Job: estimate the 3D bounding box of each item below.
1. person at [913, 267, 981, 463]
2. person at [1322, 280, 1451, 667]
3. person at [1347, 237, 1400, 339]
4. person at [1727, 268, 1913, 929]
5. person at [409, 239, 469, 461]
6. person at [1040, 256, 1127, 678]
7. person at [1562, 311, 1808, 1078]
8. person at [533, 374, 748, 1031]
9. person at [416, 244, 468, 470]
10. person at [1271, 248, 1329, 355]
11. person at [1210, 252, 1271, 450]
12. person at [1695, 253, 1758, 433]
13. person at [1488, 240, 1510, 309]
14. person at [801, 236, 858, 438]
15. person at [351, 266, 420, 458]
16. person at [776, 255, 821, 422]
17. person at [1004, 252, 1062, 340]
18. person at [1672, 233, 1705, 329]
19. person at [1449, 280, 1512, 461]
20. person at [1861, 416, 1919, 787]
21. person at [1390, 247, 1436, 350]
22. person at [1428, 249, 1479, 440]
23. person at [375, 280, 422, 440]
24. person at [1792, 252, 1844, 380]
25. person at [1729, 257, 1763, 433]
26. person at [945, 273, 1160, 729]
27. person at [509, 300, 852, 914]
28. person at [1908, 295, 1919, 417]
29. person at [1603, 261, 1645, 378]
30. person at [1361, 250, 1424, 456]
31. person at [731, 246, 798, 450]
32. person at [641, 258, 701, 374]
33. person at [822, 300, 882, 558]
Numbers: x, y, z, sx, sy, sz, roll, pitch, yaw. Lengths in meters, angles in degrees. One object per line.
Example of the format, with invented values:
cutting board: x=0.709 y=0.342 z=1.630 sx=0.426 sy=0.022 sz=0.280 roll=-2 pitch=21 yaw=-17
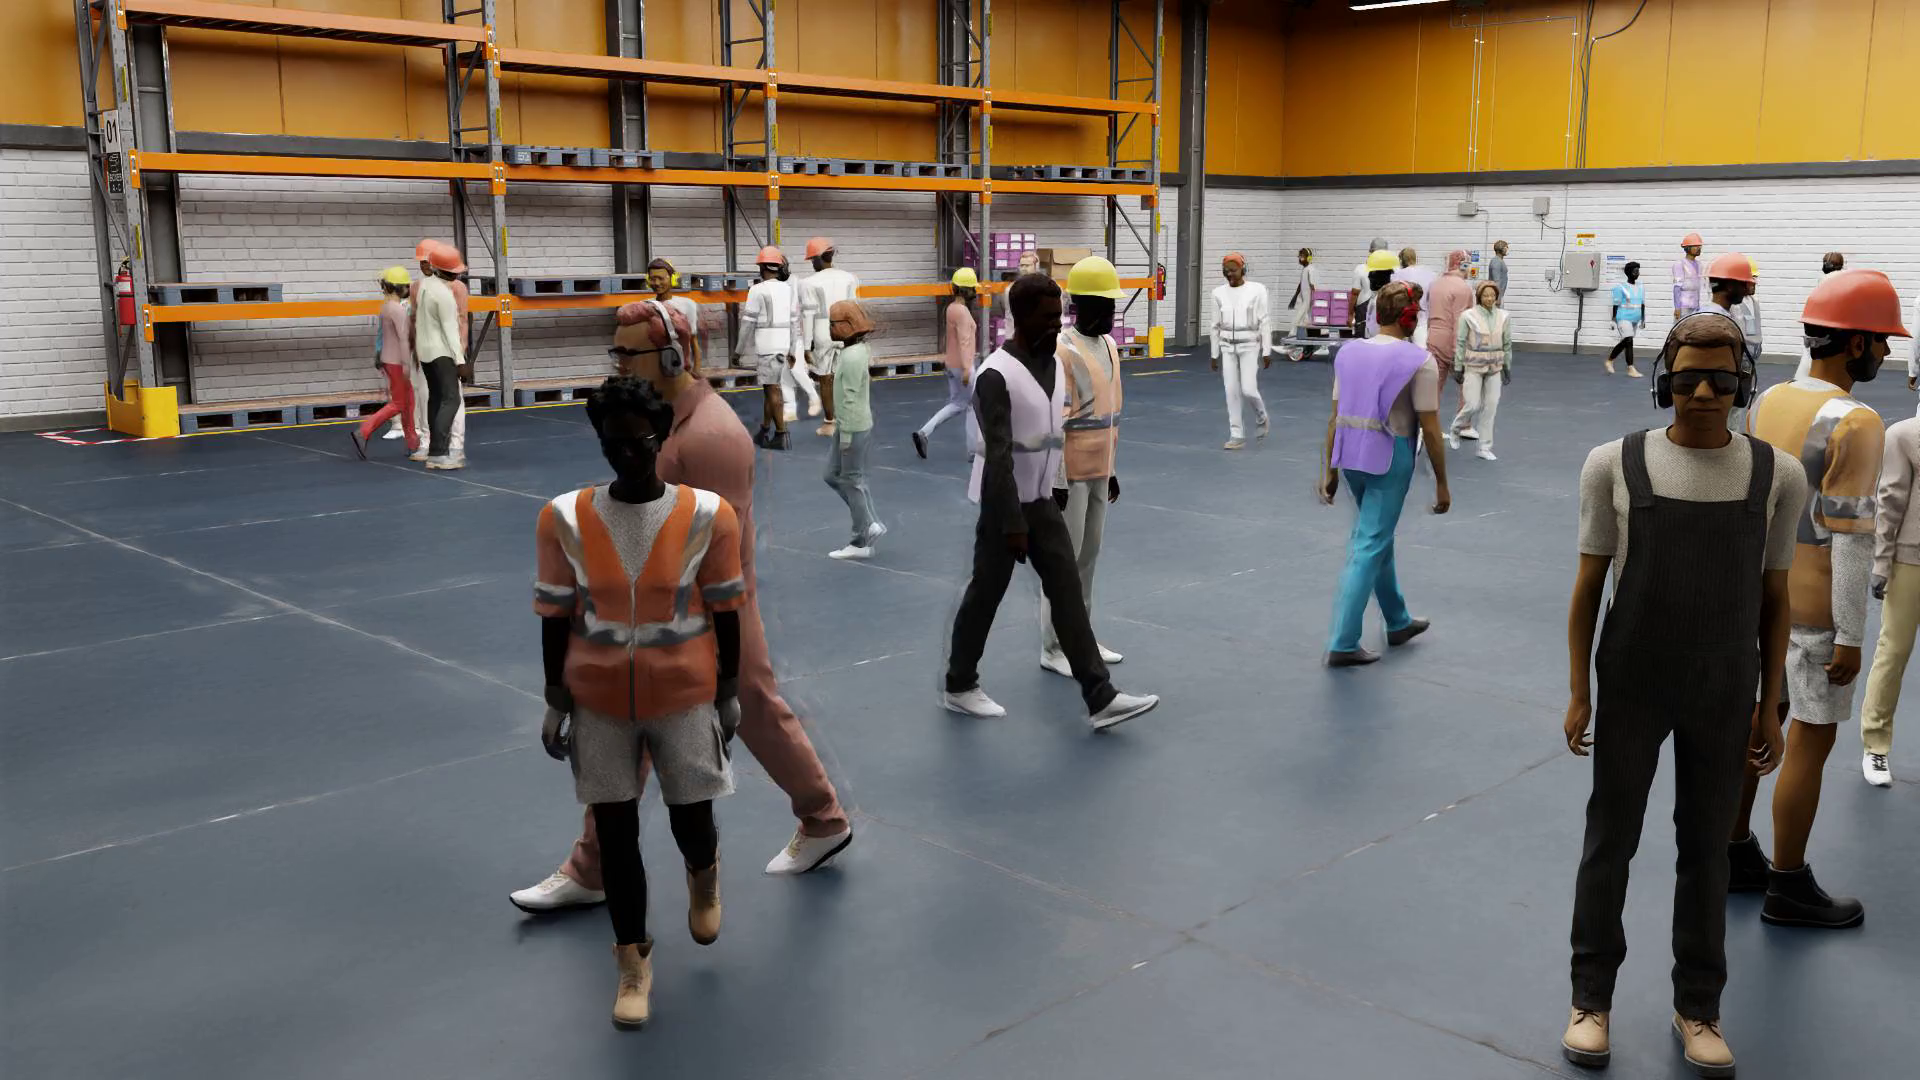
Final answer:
person: x=-0.038 y=-1.537 z=14.735 sx=0.673 sy=1.745 sz=0.533 roll=-3 pitch=11 yaw=-18
person: x=2.080 y=-0.320 z=7.928 sx=0.906 sy=1.801 sz=0.594 roll=-6 pitch=12 yaw=-31
person: x=5.493 y=-3.003 z=21.918 sx=0.688 sy=2.000 sz=0.846 roll=-2 pitch=11 yaw=-12
person: x=2.509 y=0.180 z=4.882 sx=0.377 sy=1.930 sz=0.540 roll=-1 pitch=10 yaw=-6
person: x=-4.662 y=-1.691 z=14.909 sx=0.639 sy=1.987 sz=0.420 roll=3 pitch=11 yaw=18
person: x=0.586 y=-0.337 z=7.694 sx=0.382 sy=1.924 sz=0.594 roll=6 pitch=12 yaw=31
person: x=1.730 y=0.378 z=4.017 sx=0.507 sy=1.846 sz=0.345 roll=2 pitch=11 yaw=13
person: x=-0.824 y=0.397 z=4.361 sx=0.541 sy=1.681 sz=0.489 roll=-1 pitch=10 yaw=-4
person: x=-4.519 y=-1.570 z=14.390 sx=0.414 sy=1.944 sz=0.713 roll=-9 pitch=14 yaw=-40
person: x=5.803 y=-4.017 z=28.112 sx=1.010 sy=1.797 sz=0.561 roll=1 pitch=10 yaw=7
person: x=2.683 y=-1.794 z=15.797 sx=0.620 sy=1.866 sz=0.546 roll=7 pitch=13 yaw=34
person: x=4.803 y=-0.871 z=10.649 sx=0.780 sy=1.916 sz=0.554 roll=3 pitch=11 yaw=13
person: x=9.139 y=-4.116 z=28.265 sx=0.372 sy=1.940 sz=0.630 roll=3 pitch=11 yaw=17
person: x=-1.227 y=-1.985 z=16.429 sx=0.640 sy=2.015 sz=0.726 roll=-7 pitch=13 yaw=-35
person: x=-5.161 y=-1.593 z=15.037 sx=0.727 sy=1.748 sz=0.535 roll=-7 pitch=12 yaw=-33
person: x=-1.859 y=-2.191 z=18.118 sx=0.665 sy=1.818 sz=0.496 roll=7 pitch=12 yaw=32
person: x=0.753 y=-2.032 z=17.144 sx=0.656 sy=1.861 sz=0.991 roll=4 pitch=11 yaw=20
person: x=10.546 y=-3.405 z=24.092 sx=0.608 sy=2.048 sz=0.365 roll=-8 pitch=13 yaw=-36
person: x=4.714 y=-1.540 z=15.083 sx=0.519 sy=1.624 sz=0.455 roll=-2 pitch=11 yaw=-13
person: x=3.590 y=0.104 z=6.085 sx=0.502 sy=1.632 sz=0.277 roll=1 pitch=10 yaw=5
person: x=5.733 y=-2.770 z=21.144 sx=0.651 sy=1.871 sz=1.069 roll=0 pitch=10 yaw=1
person: x=4.933 y=-1.924 z=16.463 sx=0.728 sy=1.879 sz=0.641 roll=-3 pitch=11 yaw=-17
person: x=-5.620 y=-1.794 z=16.451 sx=0.547 sy=1.613 sz=0.648 roll=8 pitch=13 yaw=38
person: x=10.715 y=-2.663 z=20.696 sx=0.662 sy=1.802 sz=0.896 roll=-6 pitch=12 yaw=-29
person: x=6.938 y=-1.605 z=14.865 sx=0.591 sy=1.833 sz=0.403 roll=-8 pitch=13 yaw=-36
person: x=0.316 y=-0.136 z=6.757 sx=1.001 sy=1.860 sz=0.622 roll=7 pitch=12 yaw=33
person: x=-0.791 y=0.205 z=5.017 sx=1.090 sy=1.847 sz=0.659 roll=-8 pitch=13 yaw=-36
person: x=7.884 y=-1.340 z=13.280 sx=0.337 sy=1.882 sz=0.584 roll=-9 pitch=14 yaw=-39
person: x=9.569 y=-3.180 z=23.938 sx=0.538 sy=1.662 sz=0.855 roll=-4 pitch=11 yaw=-23
person: x=3.773 y=-1.571 z=14.522 sx=0.721 sy=1.903 sz=0.589 roll=-1 pitch=10 yaw=-7
person: x=-1.847 y=-1.813 z=15.774 sx=0.624 sy=1.913 sz=0.581 roll=8 pitch=13 yaw=36
person: x=-2.259 y=-1.261 z=12.932 sx=0.545 sy=1.853 sz=0.530 roll=0 pitch=10 yaw=2
person: x=-0.712 y=-0.681 z=10.378 sx=0.338 sy=1.618 sz=0.534 roll=-1 pitch=10 yaw=-5
